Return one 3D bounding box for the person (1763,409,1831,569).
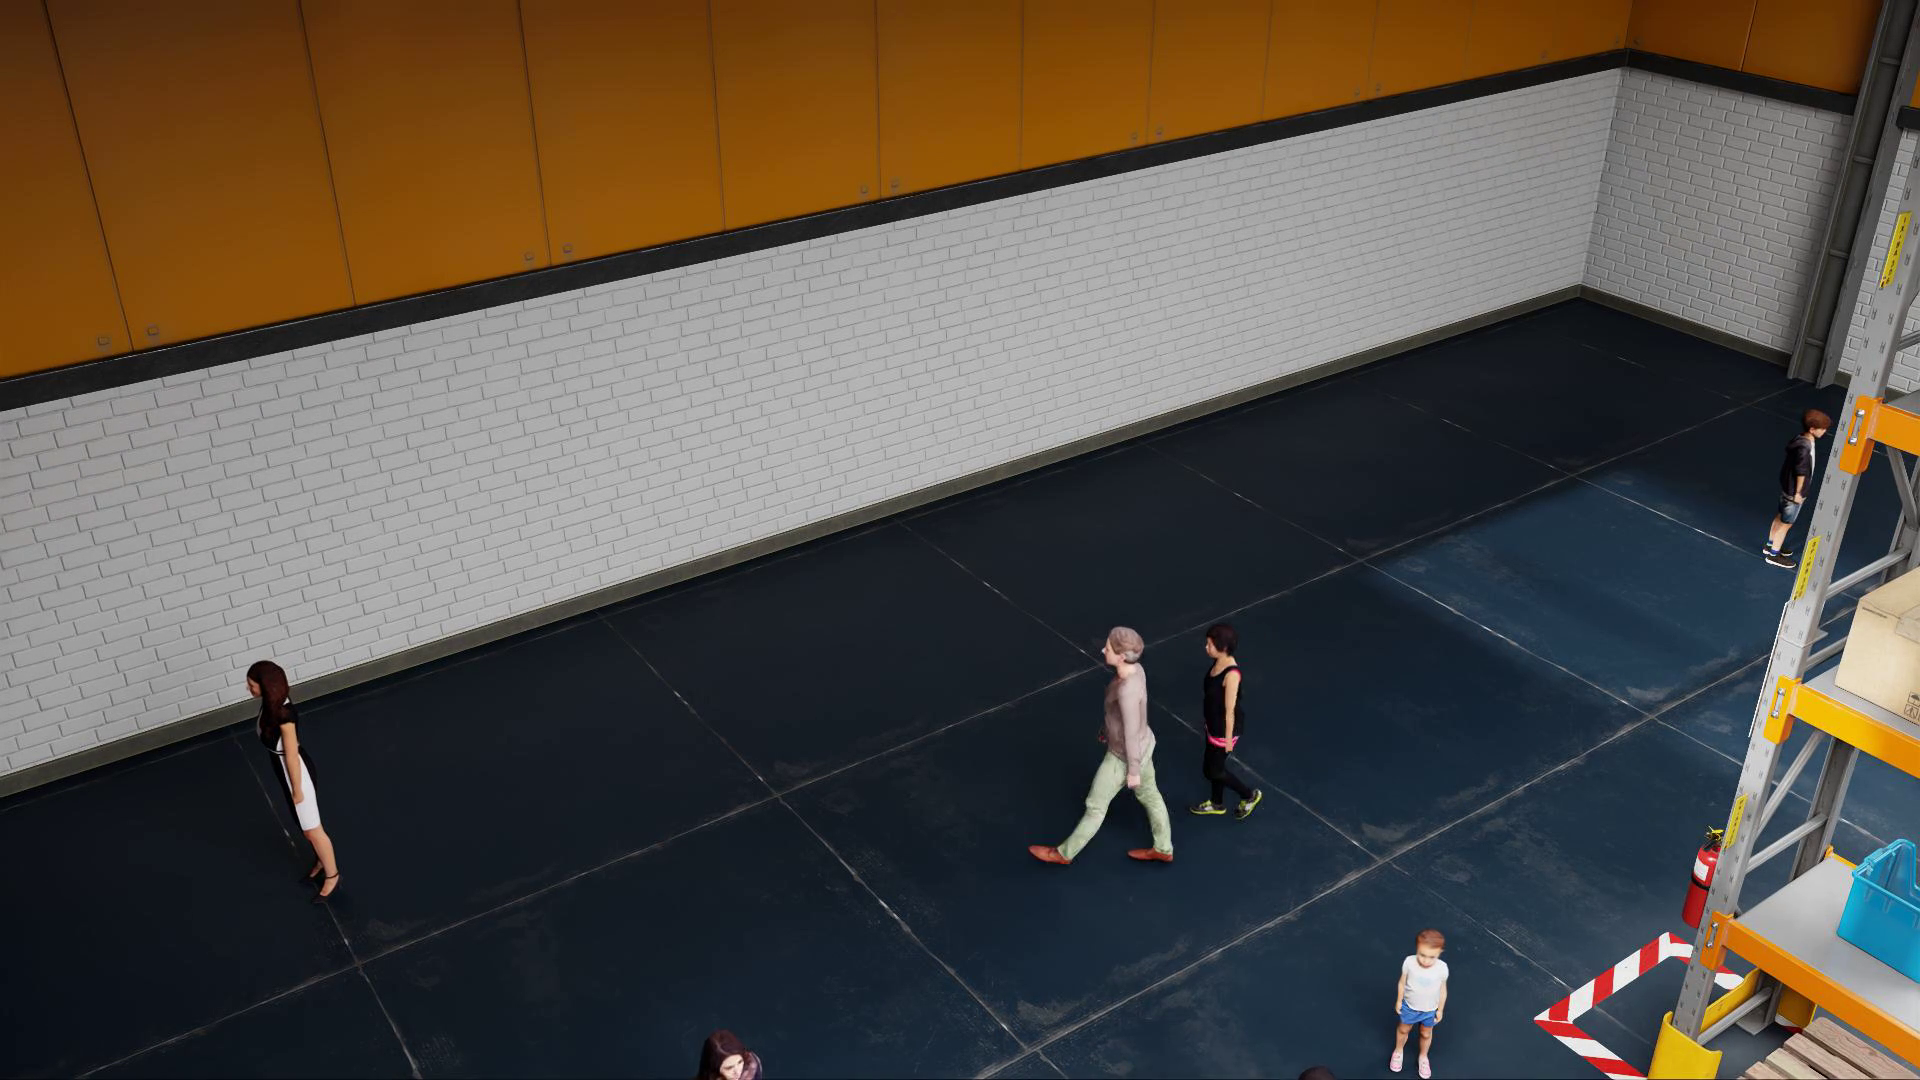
[{"bbox_3d":[7.350,-0.477,14.637,0.667,1.451,0.626,9,30,17],"label":"person"}]

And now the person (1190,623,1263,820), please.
[{"bbox_3d":[1.865,1.256,11.369,0.804,1.537,0.759,-3,29,-5],"label":"person"}]

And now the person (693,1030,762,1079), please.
[{"bbox_3d":[-1.125,2.991,8.123,0.612,1.600,0.536,-21,35,-34],"label":"person"}]

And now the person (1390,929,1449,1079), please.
[{"bbox_3d":[2.619,2.606,9.435,0.462,1.018,0.536,9,30,16],"label":"person"}]

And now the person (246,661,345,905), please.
[{"bbox_3d":[-4.237,1.522,10.615,0.625,1.793,0.441,-18,33,-29],"label":"person"}]

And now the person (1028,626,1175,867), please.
[{"bbox_3d":[1.180,1.407,10.789,1.252,1.828,1.208,4,29,7],"label":"person"}]
